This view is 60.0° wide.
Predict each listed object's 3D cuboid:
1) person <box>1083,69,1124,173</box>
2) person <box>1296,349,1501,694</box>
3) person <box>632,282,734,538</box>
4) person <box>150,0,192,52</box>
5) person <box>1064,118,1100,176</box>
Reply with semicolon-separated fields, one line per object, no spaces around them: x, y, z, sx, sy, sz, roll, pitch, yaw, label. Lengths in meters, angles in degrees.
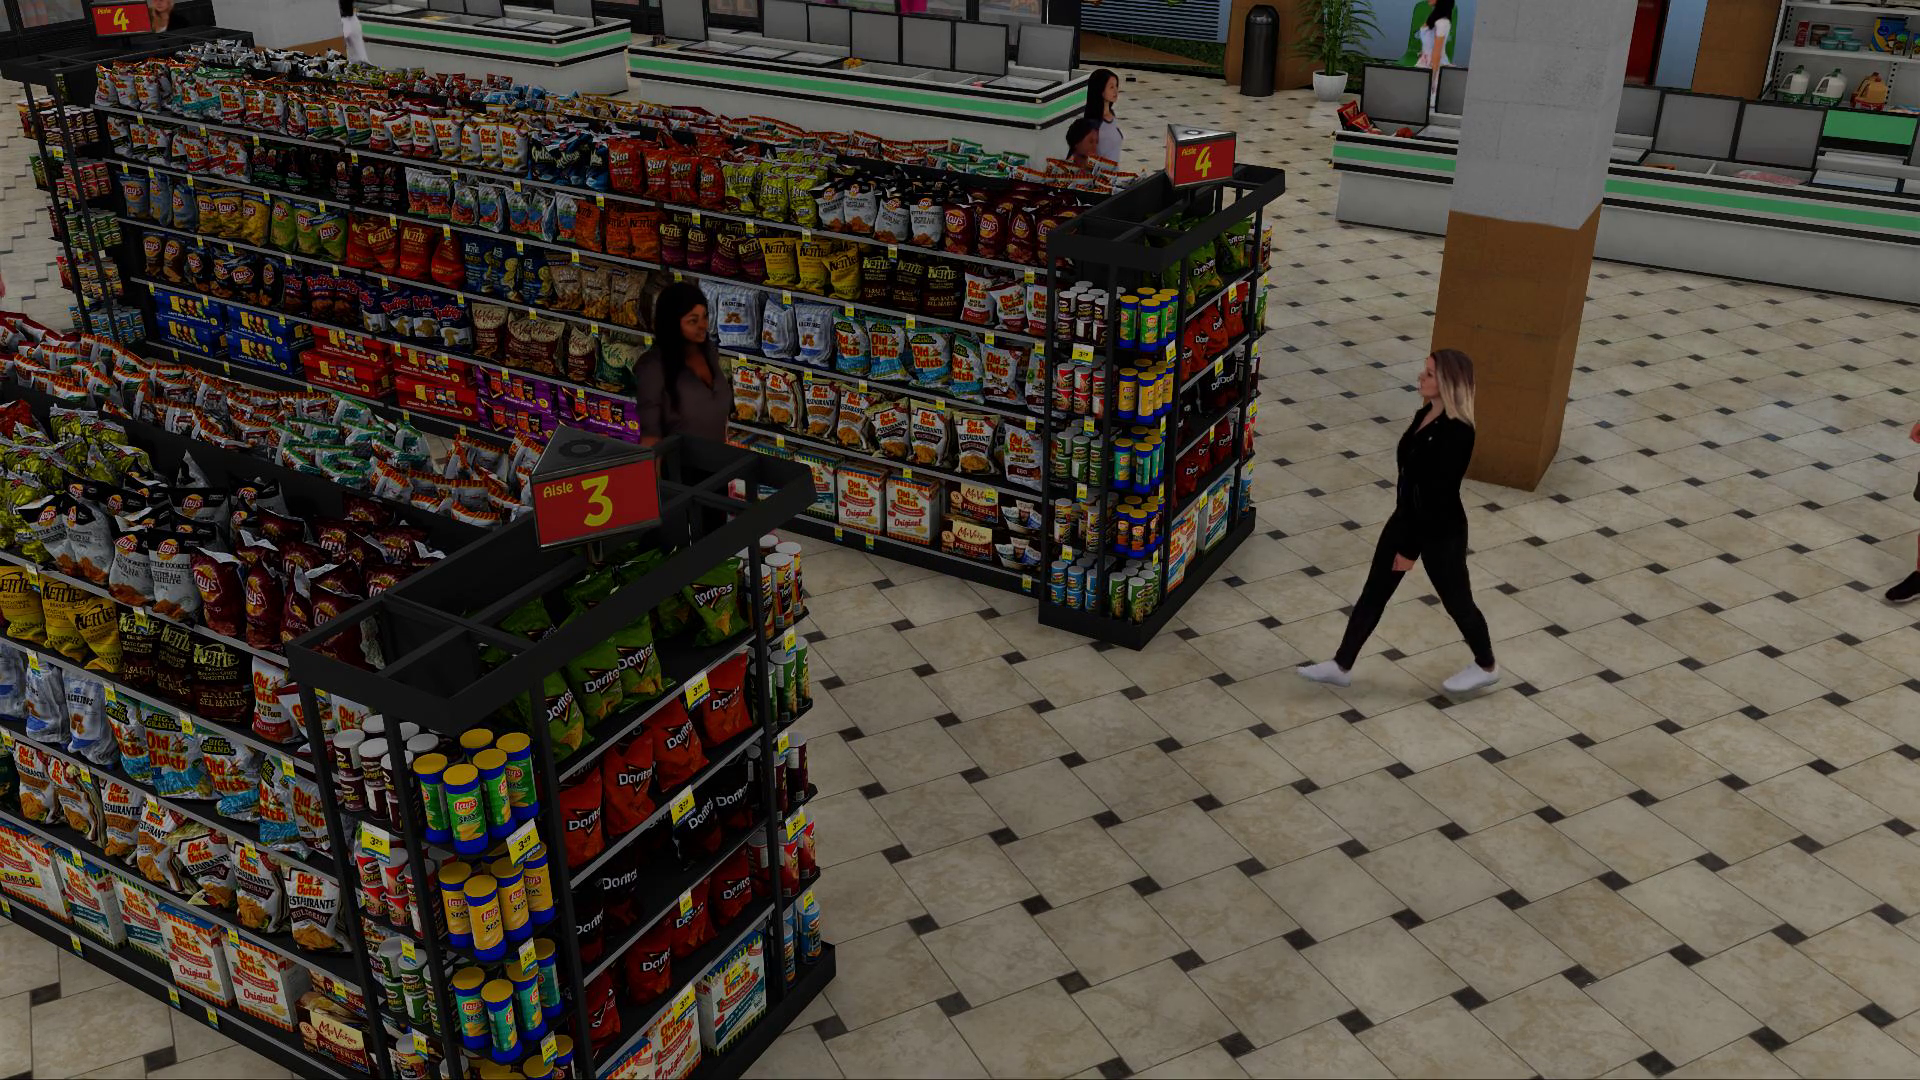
1.043;-2.649;12.400;0.546;1.706;0.610;12;29;22;person
2.146;-0.002;7.262;1.220;1.633;1.068;-3;27;-6;person
-1.300;-0.327;7.704;0.741;1.813;0.641;16;31;29;person
-7.521;-4.458;16.011;0.616;1.668;0.737;2;27;4;person
0.665;-1.825;10.714;0.792;1.763;1.011;-20;33;-34;person
